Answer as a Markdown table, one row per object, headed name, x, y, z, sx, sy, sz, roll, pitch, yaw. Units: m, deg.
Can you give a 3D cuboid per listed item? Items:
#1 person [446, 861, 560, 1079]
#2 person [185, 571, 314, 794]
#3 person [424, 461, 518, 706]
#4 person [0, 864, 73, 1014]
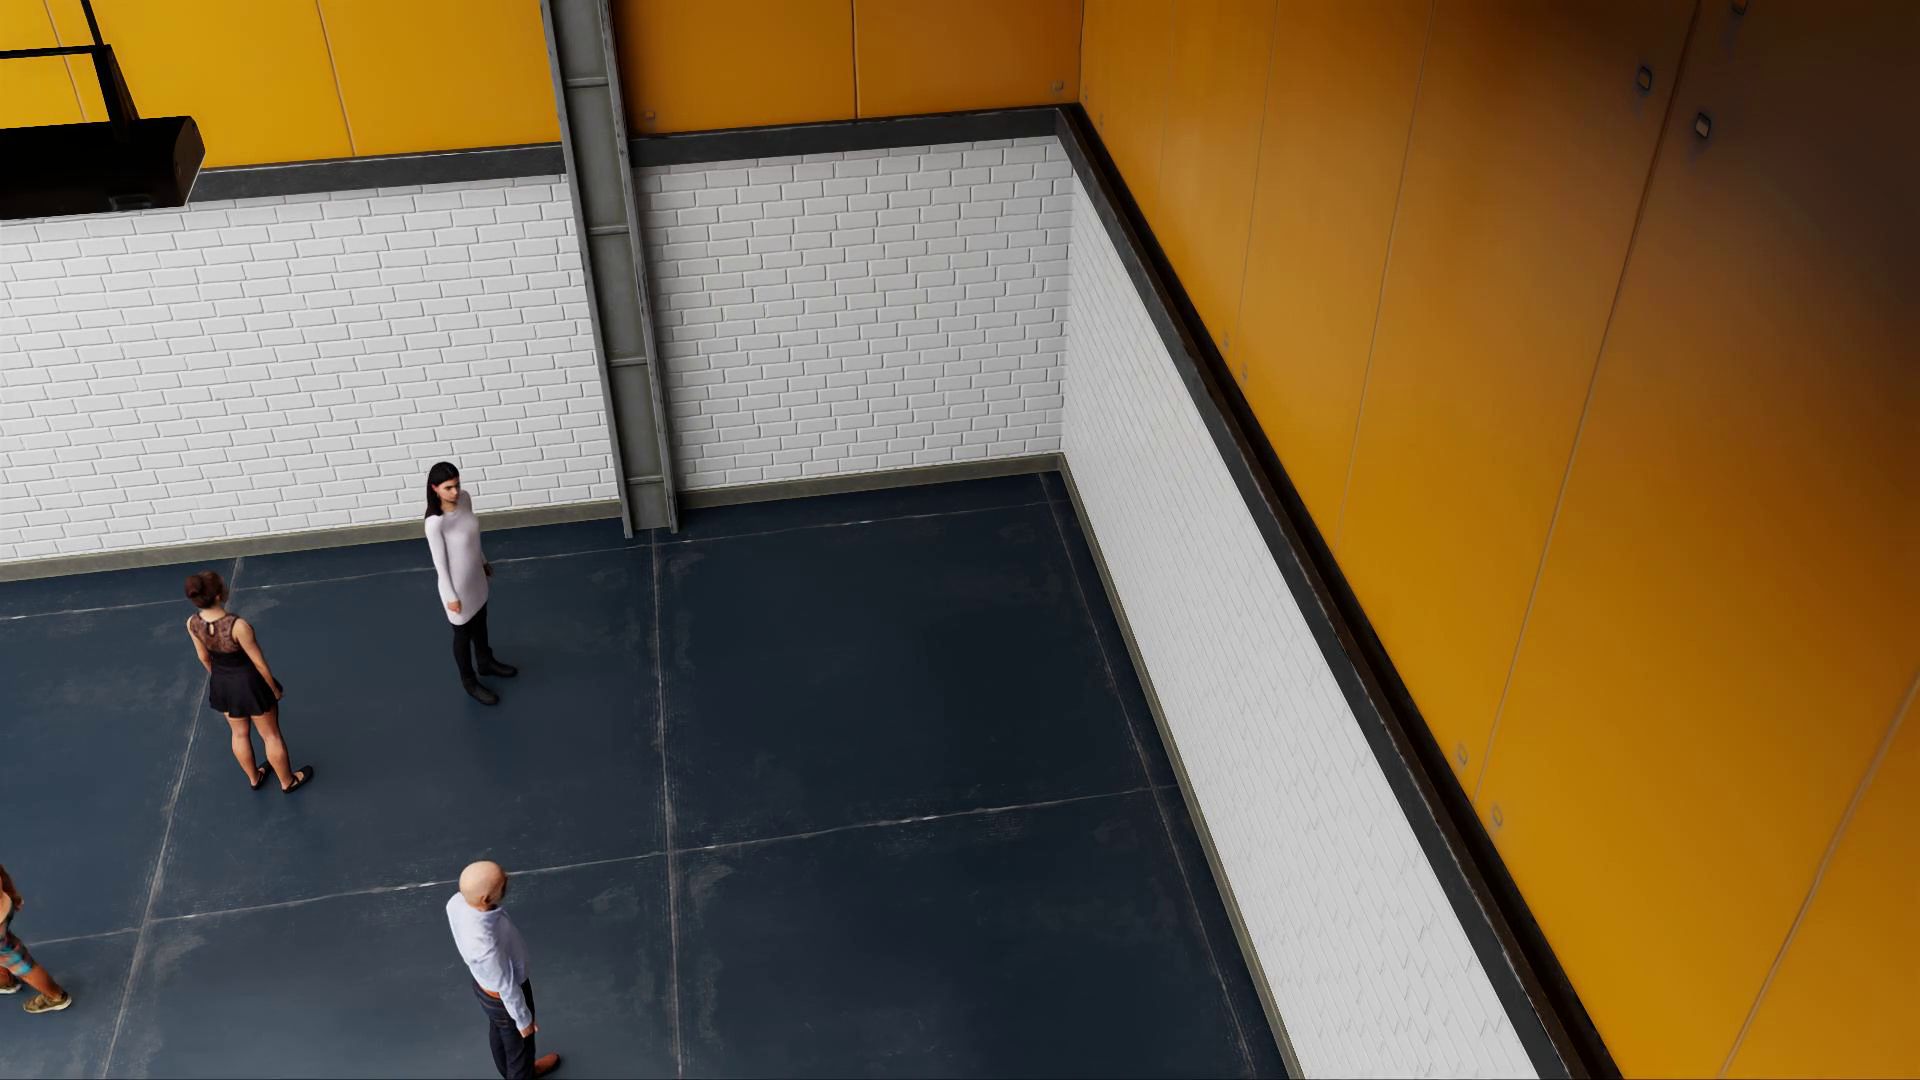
| name | x | y | z | sx | sy | sz | roll | pitch | yaw |
| --- | --- | --- | --- | --- | --- | --- | --- | --- | --- |
| person | -2.227 | 2.210 | 8.141 | 0.708 | 1.790 | 0.720 | -22 | 44 | -25 |
| person | -4.296 | 0.855 | 9.928 | 0.612 | 1.677 | 0.719 | 8 | 39 | 9 |
| person | -3.157 | 0.252 | 10.581 | 0.676 | 1.806 | 0.682 | 11 | 40 | 13 |
| person | -5.011 | 1.982 | 8.705 | 0.779 | 1.443 | 0.548 | -4 | 39 | -6 |
